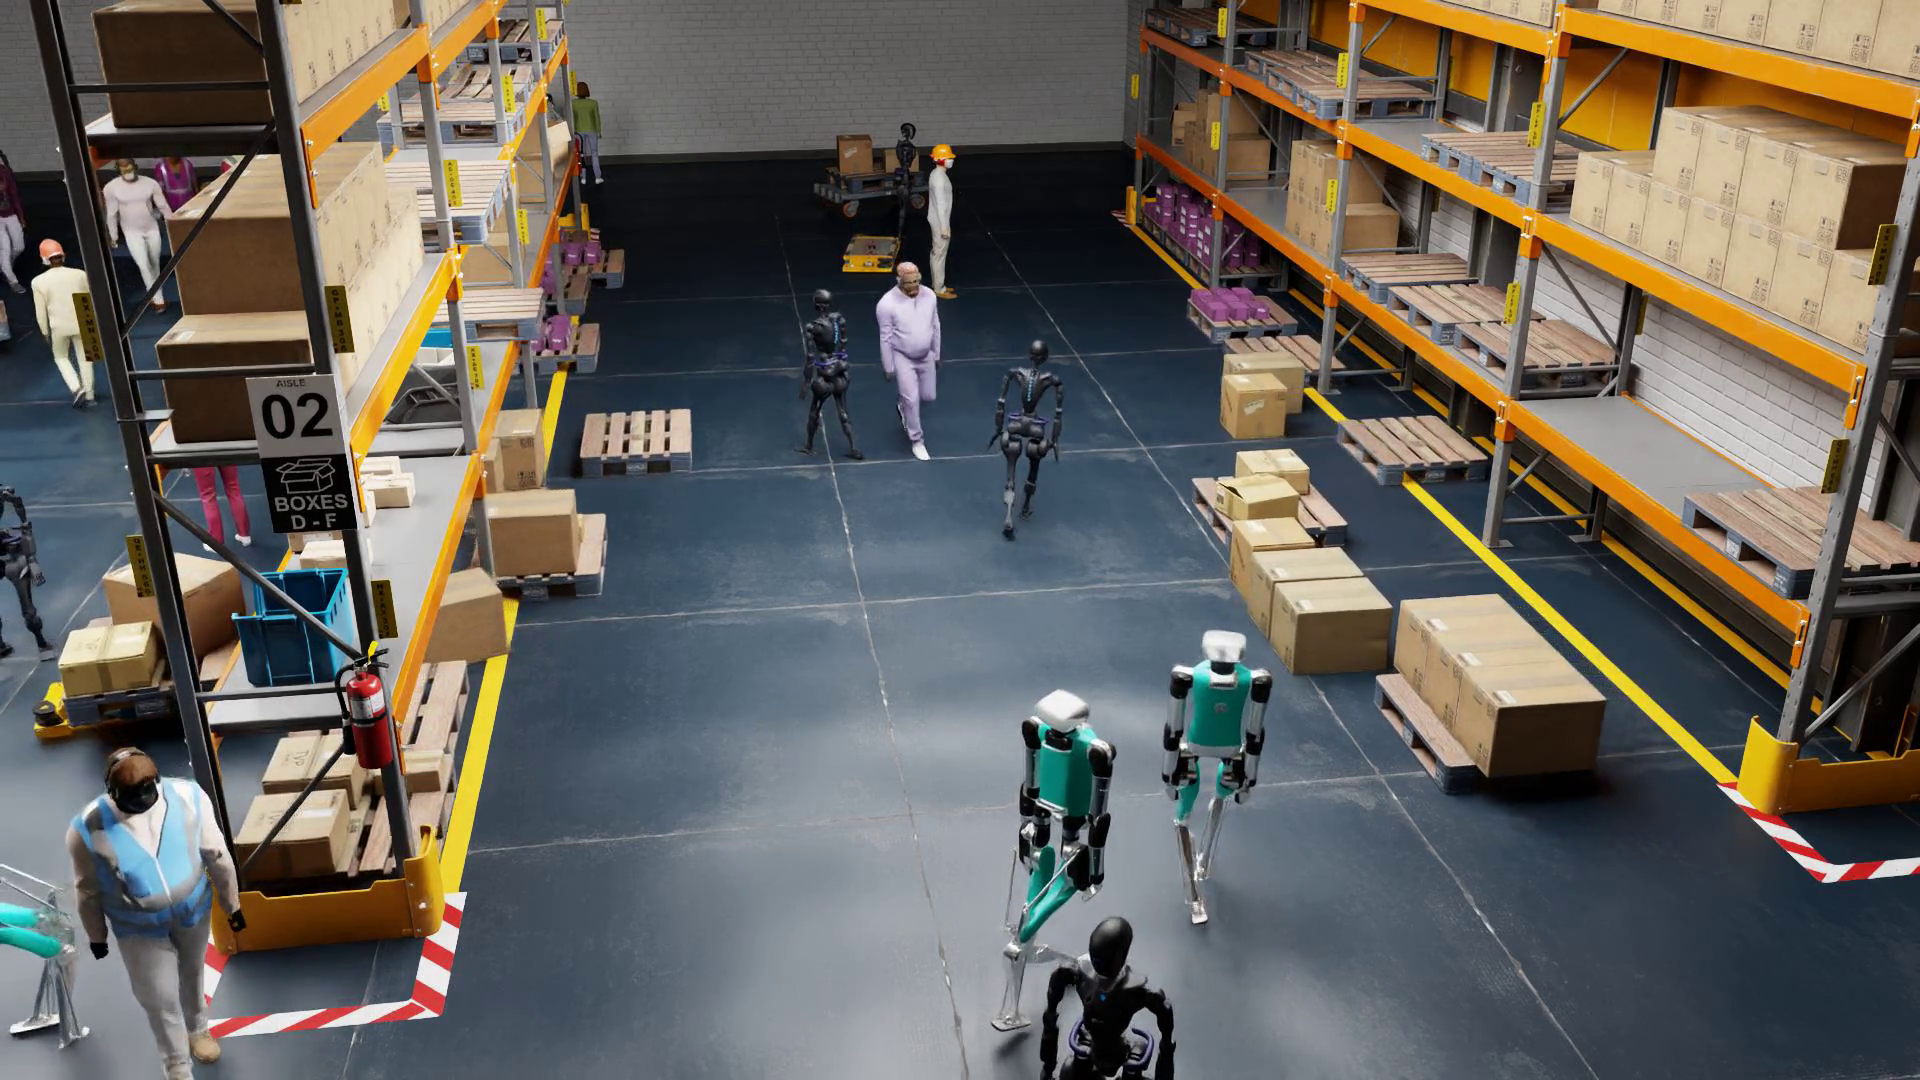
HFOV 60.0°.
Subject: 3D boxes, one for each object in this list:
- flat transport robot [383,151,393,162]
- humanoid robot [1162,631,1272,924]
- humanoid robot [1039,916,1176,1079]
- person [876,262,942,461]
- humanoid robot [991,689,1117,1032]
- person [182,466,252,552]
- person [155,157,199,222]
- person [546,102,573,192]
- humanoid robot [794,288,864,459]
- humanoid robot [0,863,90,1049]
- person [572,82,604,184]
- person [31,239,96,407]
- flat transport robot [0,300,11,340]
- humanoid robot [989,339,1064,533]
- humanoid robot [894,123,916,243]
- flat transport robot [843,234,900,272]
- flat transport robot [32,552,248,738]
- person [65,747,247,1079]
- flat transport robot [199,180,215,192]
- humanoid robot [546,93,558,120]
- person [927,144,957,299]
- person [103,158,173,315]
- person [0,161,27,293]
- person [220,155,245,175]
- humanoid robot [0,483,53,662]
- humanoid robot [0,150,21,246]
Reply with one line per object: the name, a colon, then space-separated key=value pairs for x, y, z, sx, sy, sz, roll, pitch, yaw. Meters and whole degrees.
flat transport robot: x=-7.960 y=-5.010 z=25.092 sx=1.431 sy=0.231 sz=0.659 roll=0 pitch=24 yaw=1
humanoid robot: x=1.359 y=1.194 z=9.155 sx=0.541 sy=1.780 sz=0.847 roll=1 pitch=24 yaw=3
humanoid robot: x=0.606 y=2.220 z=6.873 sx=0.612 sy=1.638 sz=0.326 roll=9 pitch=25 yaw=20
person: x=-0.485 y=-1.714 z=15.598 sx=0.658 sy=1.870 sz=0.696 roll=-15 pitch=28 yaw=-31
humanoid robot: x=0.351 y=1.645 z=8.156 sx=0.543 sy=1.764 sz=1.030 roll=20 pitch=31 yaw=38
person: x=-6.089 y=-0.675 z=13.520 sx=0.299 sy=1.622 sz=0.509 roll=21 pitch=31 yaw=39
person: x=-10.232 y=-4.409 z=21.820 sx=0.530 sy=1.805 sz=0.865 roll=-12 pitch=26 yaw=-26
person: x=-6.522 y=-6.320 z=26.280 sx=0.663 sy=1.718 sz=0.432 roll=-22 pitch=32 yaw=-40
humanoid robot: x=-1.239 y=-1.552 z=15.514 sx=0.738 sy=1.627 sz=0.601 roll=17 pitch=29 yaw=33
humanoid robot: x=-4.613 y=1.697 z=8.022 sx=0.801 sy=1.805 sz=0.549 roll=-21 pitch=31 yaw=-39
person: x=-6.079 y=-6.617 z=27.053 sx=0.496 sy=1.633 sz=0.287 roll=-2 pitch=24 yaw=-4
person: x=-9.006 y=-2.178 z=16.814 sx=0.564 sy=1.737 sz=0.419 roll=-20 pitch=31 yaw=-38
flat transport robot: x=-11.321 y=-2.186 z=18.658 sx=0.659 sy=0.231 sz=1.431 roll=-13 pitch=27 yaw=-27
humanoid robot: x=0.521 y=-0.864 z=13.961 sx=0.617 sy=1.644 sz=0.697 roll=9 pitch=25 yaw=19
humanoid robot: x=-0.778 y=-5.021 z=23.359 sx=0.325 sy=1.650 sz=0.613 roll=0 pitch=24 yaw=0
flat transport robot: x=-1.189 y=-3.873 z=22.502 sx=0.659 sy=0.231 sz=1.431 roll=1 pitch=24 yaw=2
flat transport robot: x=-5.473 y=1.022 z=11.350 sx=1.431 sy=0.231 sz=0.659 roll=-7 pitch=25 yaw=-16
person: x=-3.651 y=1.781 z=7.694 sx=0.643 sy=1.809 sz=0.791 roll=-21 pitch=31 yaw=-39
flat transport robot: x=-11.388 y=-5.587 z=26.407 sx=1.431 sy=0.231 sz=0.659 roll=-17 pitch=29 yaw=-33
humanoid robot: x=-6.861 y=-6.799 z=27.412 sx=0.600 sy=1.642 sz=0.340 roll=10 pitch=26 yaw=22
person: x=-0.227 y=-3.968 z=20.698 sx=0.356 sy=1.896 sz=0.559 roll=-2 pitch=24 yaw=-5
person: x=-9.789 y=-3.677 z=20.024 sx=0.760 sy=1.888 sz=0.918 roll=-17 pitch=29 yaw=-33
person: x=-12.095 y=-4.093 z=20.941 sx=0.596 sy=1.924 sz=0.516 roll=14 pitch=27 yaw=29
person: x=-9.389 y=-4.421 z=21.795 sx=0.429 sy=1.841 sz=0.632 roll=6 pitch=24 yaw=14
humanoid robot: x=-6.740 y=0.113 z=11.679 sx=0.585 sy=1.641 sz=0.371 roll=-1 pitch=24 yaw=-3
humanoid robot: x=-13.322 y=-4.873 z=23.052 sx=0.596 sy=1.639 sz=0.570 roll=-2 pitch=24 yaw=-6
